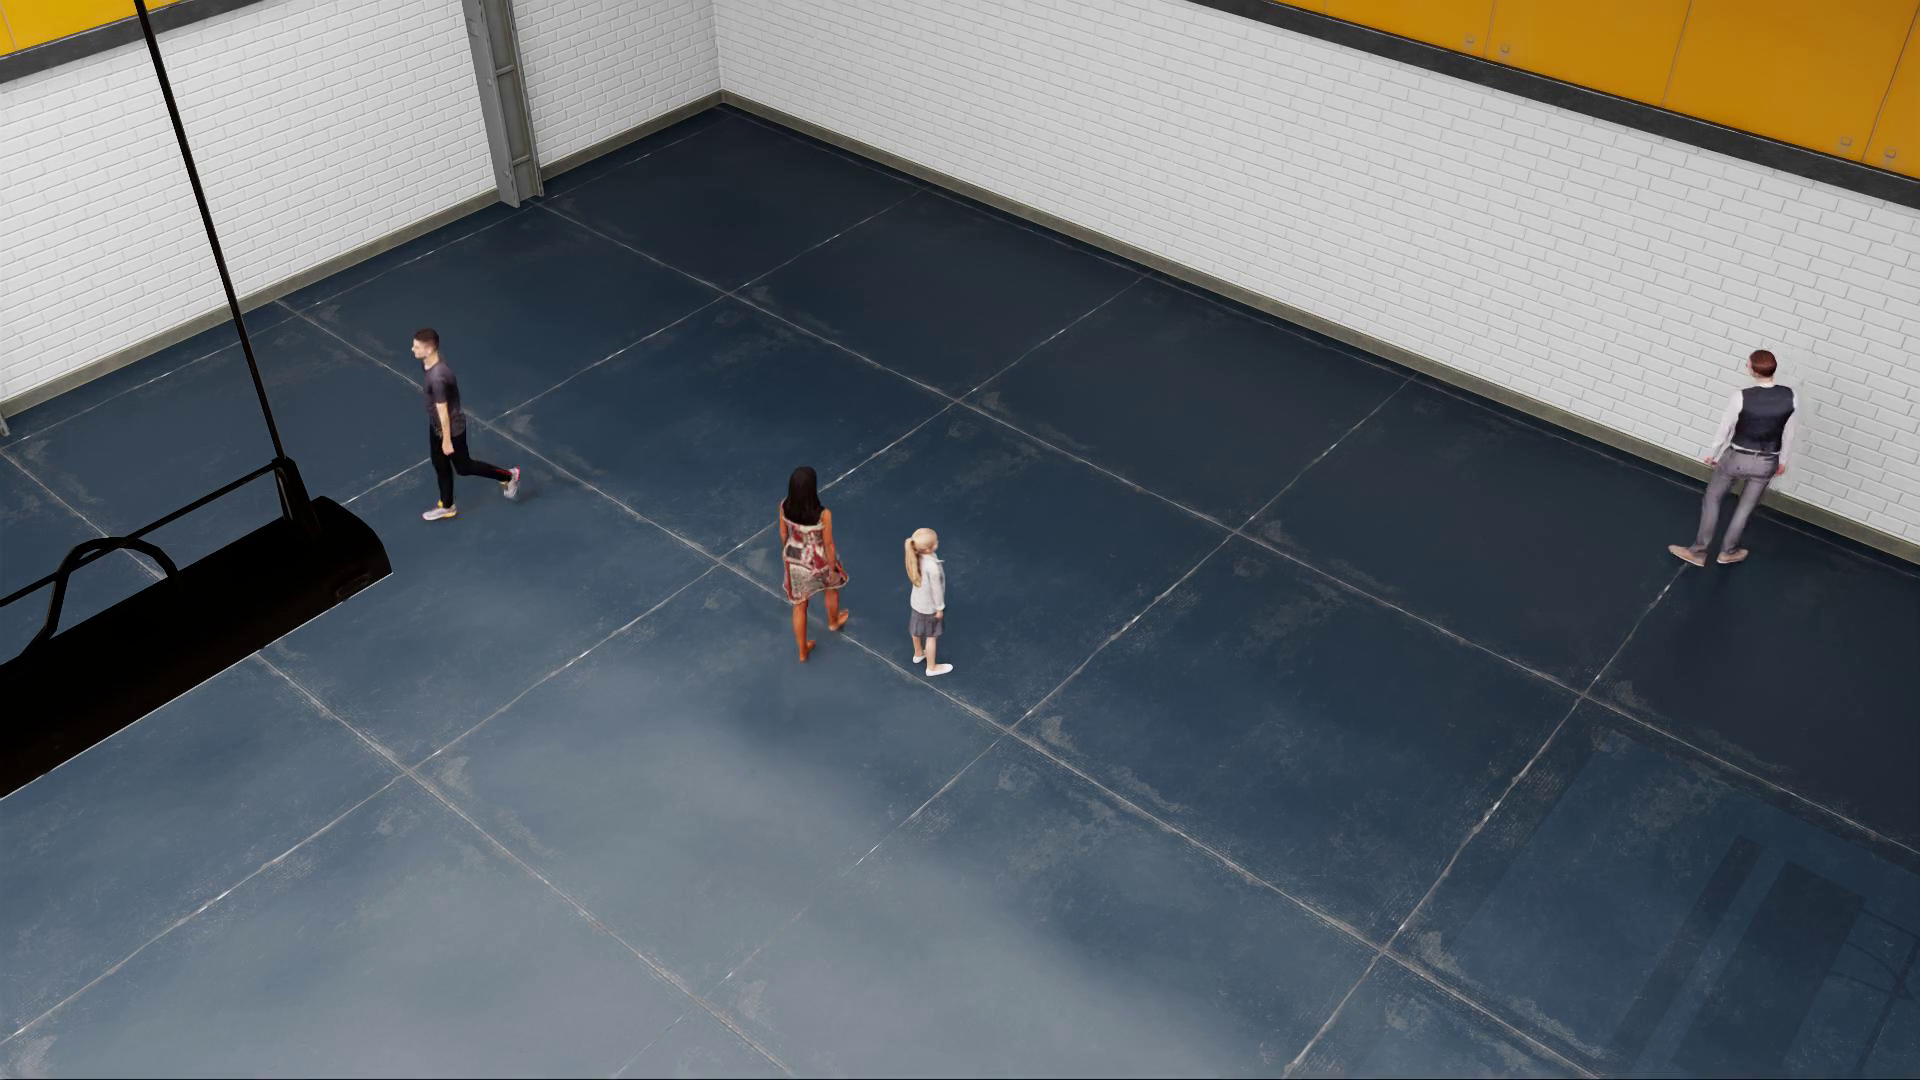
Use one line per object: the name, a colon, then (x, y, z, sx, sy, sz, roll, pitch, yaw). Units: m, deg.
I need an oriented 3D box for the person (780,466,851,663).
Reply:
person: (-1.131, 0.214, 12.033, 0.835, 1.622, 0.964, 10, 40, 12)

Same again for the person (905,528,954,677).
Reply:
person: (-0.241, 0.429, 12.042, 0.602, 1.275, 0.571, -20, 43, -23)

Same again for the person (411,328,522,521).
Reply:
person: (-4.038, -0.926, 13.363, 1.157, 1.745, 0.884, -19, 42, -22)

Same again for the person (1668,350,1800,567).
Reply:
person: (6.127, -0.599, 12.822, 0.879, 1.907, 0.804, 21, 43, 24)
